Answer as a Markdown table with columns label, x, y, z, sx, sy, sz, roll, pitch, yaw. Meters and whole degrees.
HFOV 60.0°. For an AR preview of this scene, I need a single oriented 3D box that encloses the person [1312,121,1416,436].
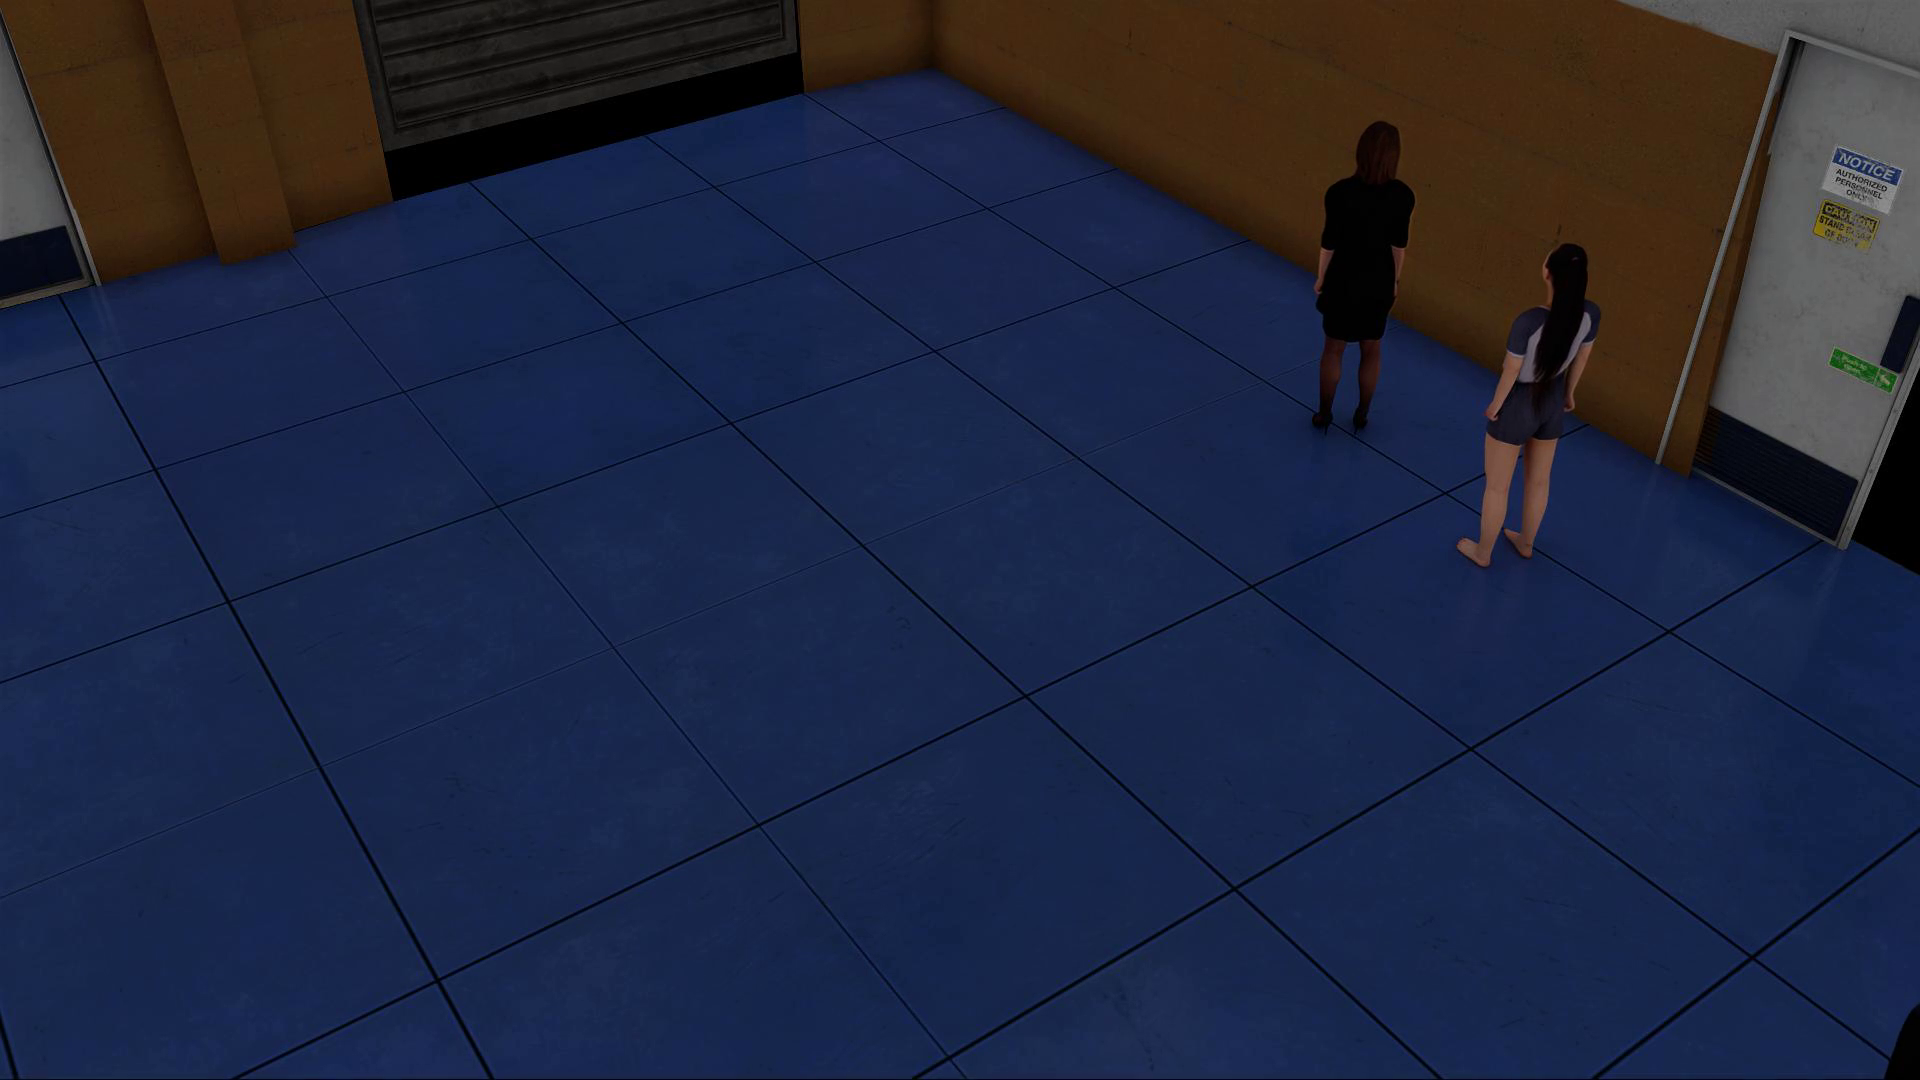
| label | x | y | z | sx | sy | sz | roll | pitch | yaw |
| --- | --- | --- | --- | --- | --- | --- | --- | --- | --- |
| person | 2.024 | -1.300 | 8.445 | 0.635 | 1.704 | 0.719 | 2 | 37 | 3 |

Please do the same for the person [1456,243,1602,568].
| label | x | y | z | sx | sy | sz | roll | pitch | yaw |
| --- | --- | --- | --- | --- | --- | --- | --- | --- | --- |
| person | 2.602 | -0.592 | 7.561 | 0.560 | 1.650 | 0.715 | -11 | 38 | -14 |
